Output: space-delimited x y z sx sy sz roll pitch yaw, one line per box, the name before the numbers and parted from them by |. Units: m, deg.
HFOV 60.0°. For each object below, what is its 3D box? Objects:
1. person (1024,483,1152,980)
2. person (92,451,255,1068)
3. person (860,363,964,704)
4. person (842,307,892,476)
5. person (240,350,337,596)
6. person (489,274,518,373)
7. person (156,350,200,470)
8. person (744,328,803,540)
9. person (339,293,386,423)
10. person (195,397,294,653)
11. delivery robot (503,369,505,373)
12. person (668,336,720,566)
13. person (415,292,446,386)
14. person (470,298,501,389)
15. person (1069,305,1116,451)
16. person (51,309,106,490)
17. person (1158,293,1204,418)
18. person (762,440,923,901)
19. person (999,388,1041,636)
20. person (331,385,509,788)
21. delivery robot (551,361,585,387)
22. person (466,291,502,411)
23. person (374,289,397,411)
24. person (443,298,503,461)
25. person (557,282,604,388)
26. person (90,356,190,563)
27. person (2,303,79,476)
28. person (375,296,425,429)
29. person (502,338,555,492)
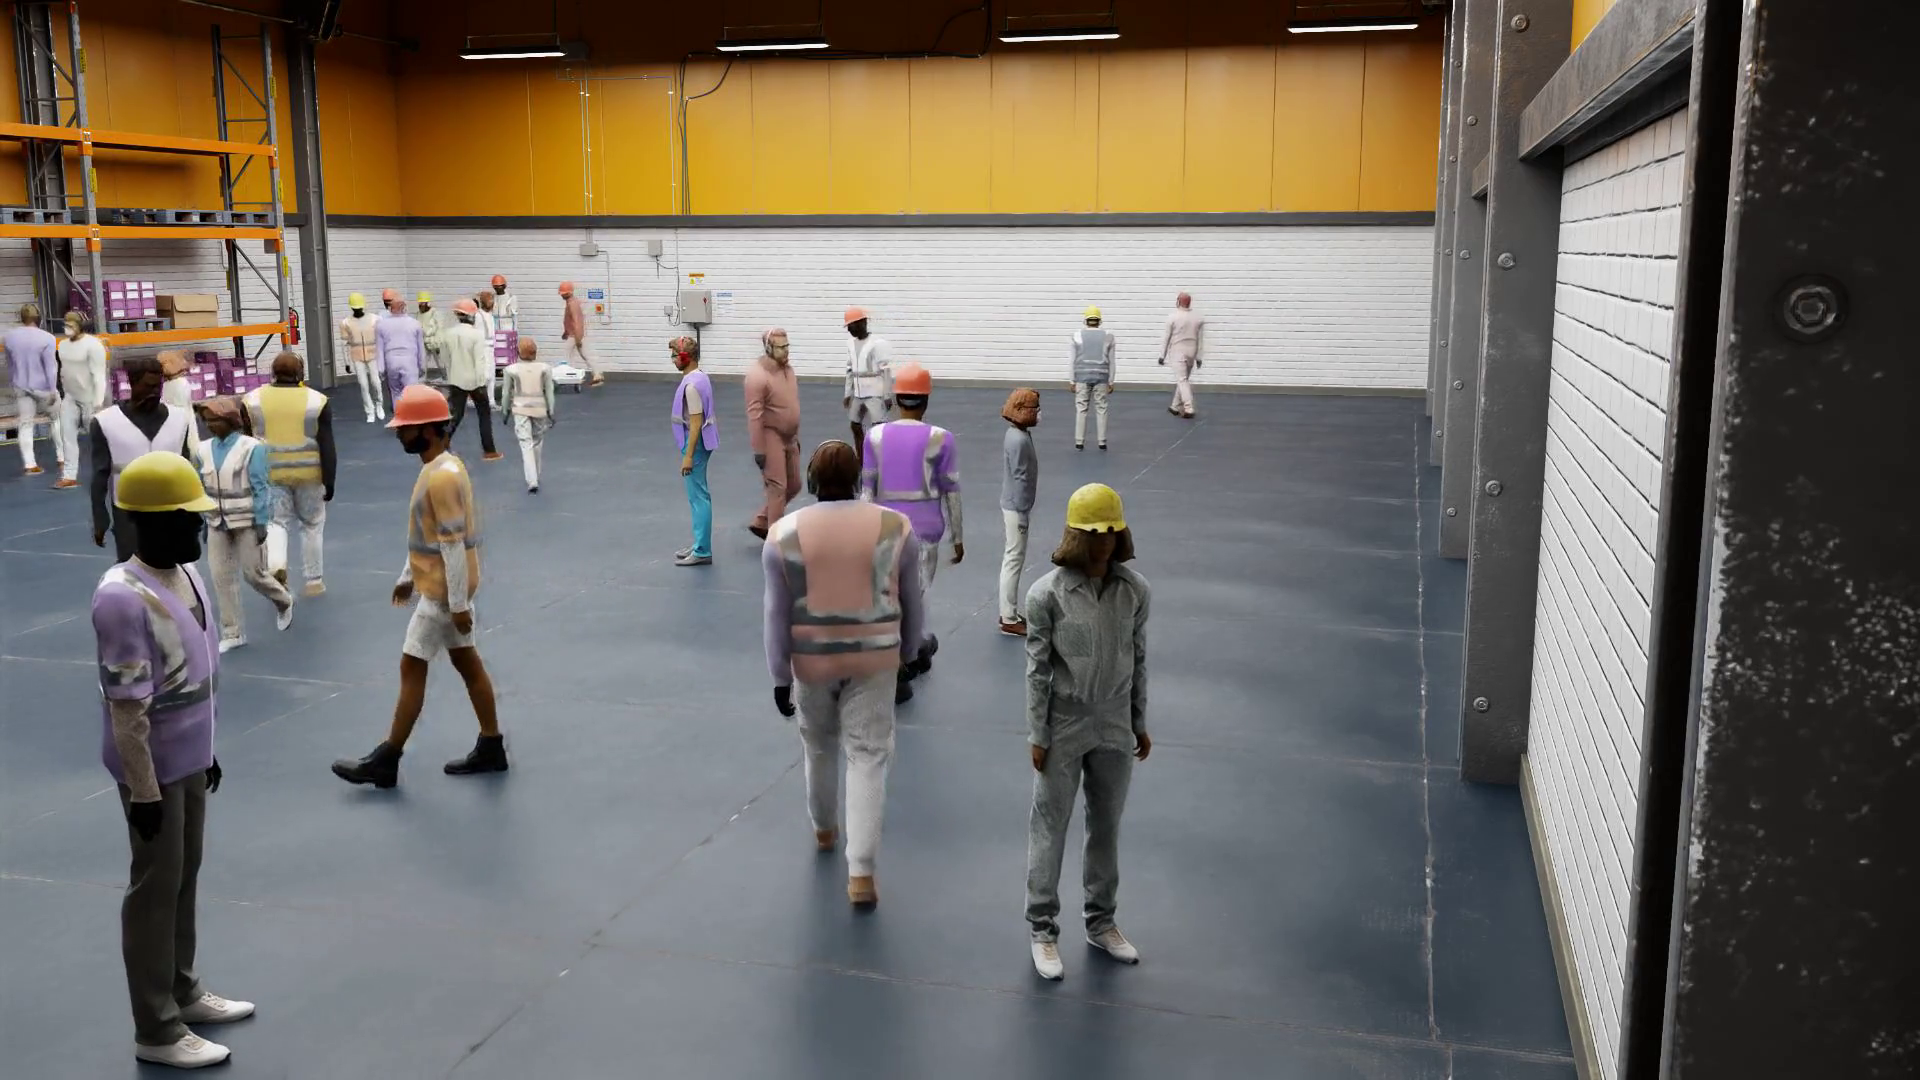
person | 0.462 0.662 5.844 0.487 1.743 0.315 -4 11 -24
person | -2.473 0.677 5.239 0.388 1.926 0.590 -1 10 -7
person | -0.254 -0.067 9.554 0.567 1.882 1.002 3 10 17
person | -1.007 -1.587 18.184 0.784 1.898 0.414 10 14 44
person | -4.795 -0.450 11.924 0.639 1.820 0.693 -3 10 -14
person | -8.576 -3.942 31.125 0.610 2.030 0.409 1 10 7
person | -7.291 -0.992 15.648 0.504 1.589 0.844 9 13 40
person | -1.529 -0.820 13.826 0.556 1.891 0.693 4 11 22
person | -8.600 -2.623 24.031 0.639 1.885 0.500 -3 10 -15
person | -4.572 -0.110 10.596 0.523 1.621 0.584 2 10 14
delivery robot | -7.608 -2.888 29.045 0.707 0.478 0.477 3 10 14
person | -2.124 -0.710 13.347 0.389 1.837 0.563 -1 10 -4
person | -9.122 -3.399 28.750 0.590 1.790 0.920 4 11 23
person | -8.550 -3.498 29.667 0.857 1.645 0.542 -4 11 -23
person | 1.647 -2.014 20.785 0.585 1.825 0.403 0 10 0
person | -9.267 -1.508 17.716 0.635 1.906 0.901 4 11 23
person | 3.327 -2.765 24.935 0.633 1.864 0.999 -5 11 -26
person | -0.463 0.492 6.699 0.627 1.796 0.976 0 10 -1
person | 0.398 -0.191 10.984 0.267 1.632 0.507 0 10 -1
person | -2.587 0.224 7.888 0.837 1.903 0.555 -2 10 -13
delivery robot | -6.879 -2.867 28.925 0.707 0.478 0.477 -2 10 -10
person | -7.415 -2.924 25.795 0.544 1.866 0.592 1 10 8
person | -8.880 -2.957 25.943 0.564 1.889 0.989 -5 11 -26
person | -5.838 -1.862 19.548 0.625 1.958 0.995 5 11 25
person | -6.958 -3.700 30.048 1.045 1.921 0.684 -2 10 -9
person | -5.036 -0.185 10.211 0.512 1.897 0.627 9 14 43
person | -10.382 -1.702 18.769 0.638 1.908 0.840 0 10 1
person | -7.661 -2.395 22.777 0.634 1.873 0.817 -1 10 -6
person | -4.522 -1.315 17.447 0.528 1.599 0.844 -5 11 -24
